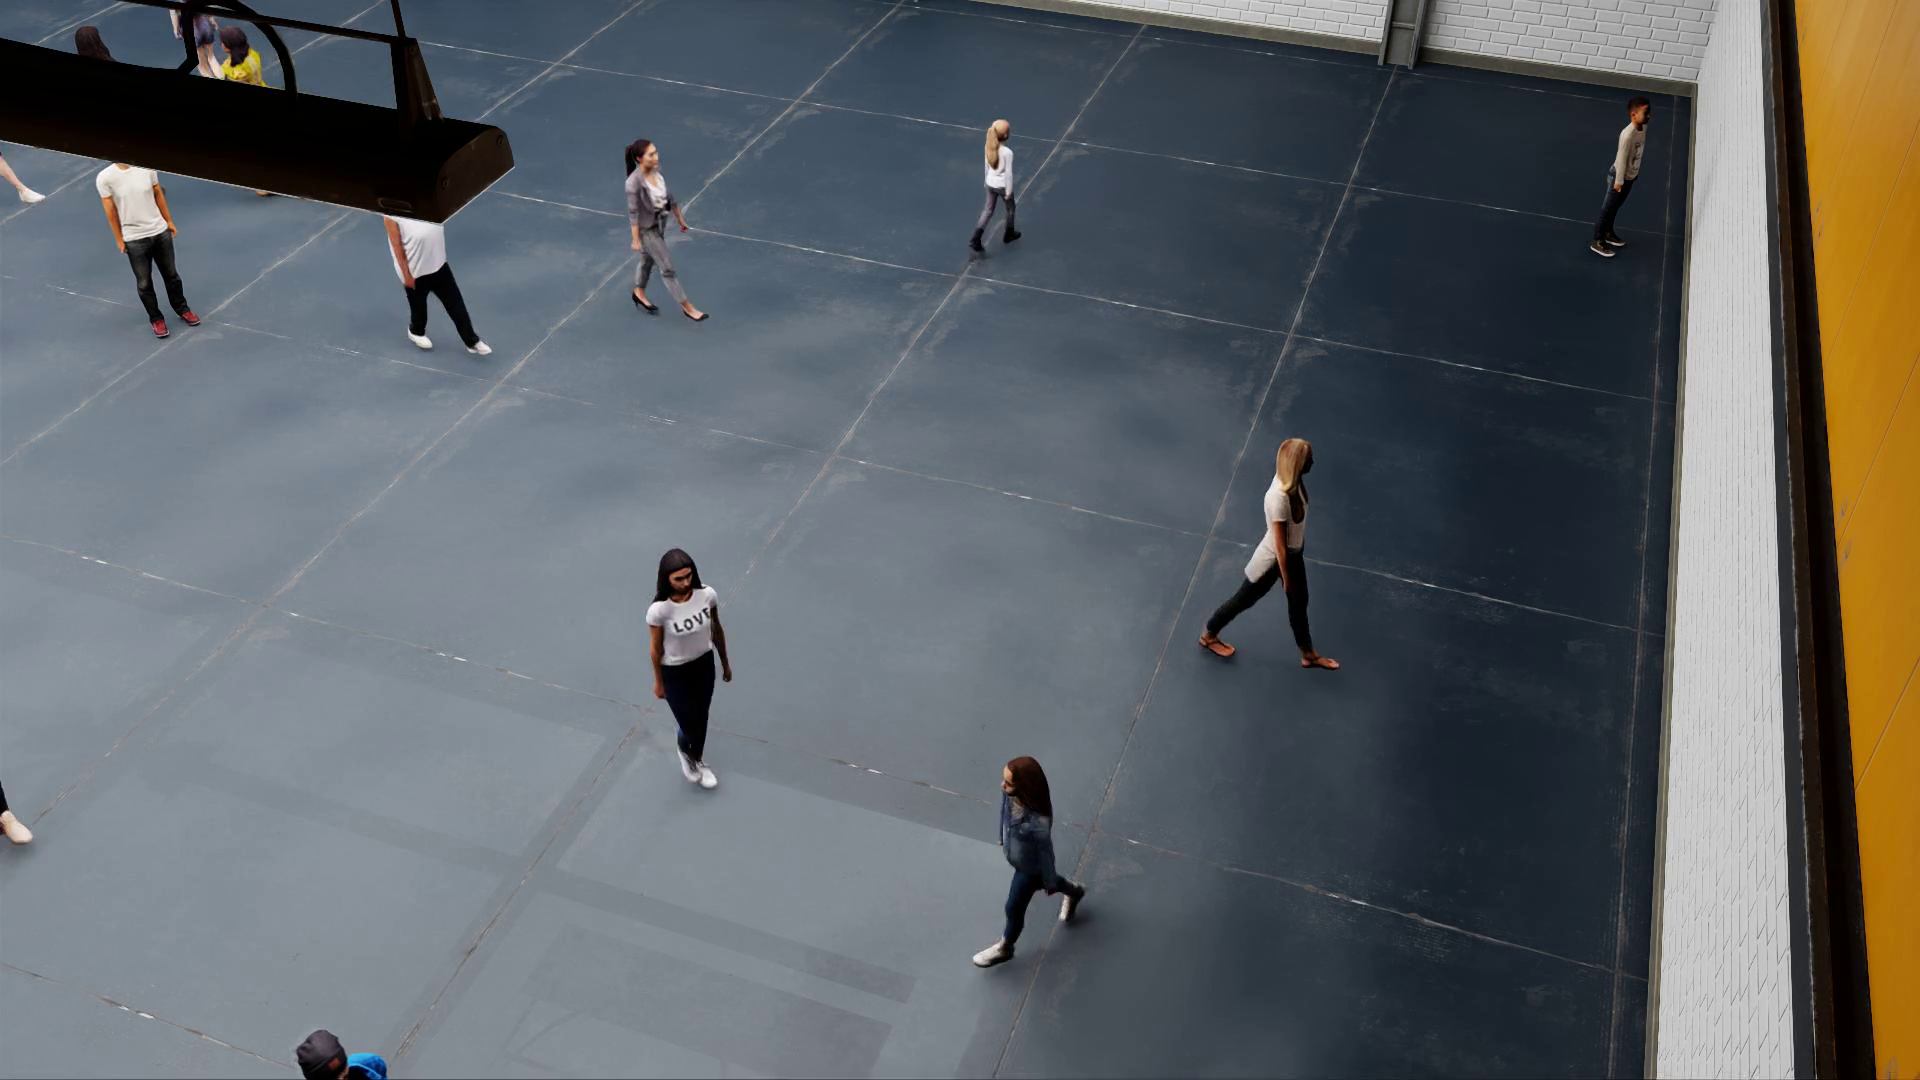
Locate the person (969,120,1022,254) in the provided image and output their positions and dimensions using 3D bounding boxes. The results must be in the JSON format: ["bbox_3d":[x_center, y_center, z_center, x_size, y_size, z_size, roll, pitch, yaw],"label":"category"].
[{"bbox_3d":[0.306,-3.204,15.134,0.872,1.264,0.750,27,46,30],"label":"person"}]

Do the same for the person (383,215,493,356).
[{"bbox_3d":[-4.445,-2.276,13.666,1.140,1.646,0.878,26,45,28],"label":"person"}]

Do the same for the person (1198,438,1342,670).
[{"bbox_3d":[1.900,0.124,10.556,1.151,1.775,0.625,11,40,14],"label":"person"}]

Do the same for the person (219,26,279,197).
[{"bbox_3d":[-6.780,-4.142,15.991,0.913,1.659,0.949,2,39,2],"label":"person"}]

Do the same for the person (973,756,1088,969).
[{"bbox_3d":[0.441,1.662,8.893,1.052,1.449,1.010,-20,43,-23],"label":"person"}]

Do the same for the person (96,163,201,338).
[{"bbox_3d":[-6.835,-2.589,13.931,0.718,1.803,0.695,-31,48,-33],"label":"person"}]

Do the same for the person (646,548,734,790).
[{"bbox_3d":[-1.645,0.736,9.799,0.719,1.765,0.748,-27,46,-30],"label":"person"}]

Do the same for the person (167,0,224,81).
[{"bbox_3d":[-7.978,-5.339,17.504,0.642,1.642,0.662,23,44,26],"label":"person"}]

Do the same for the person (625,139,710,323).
[{"bbox_3d":[-2.684,-2.628,14.115,1.049,1.635,0.663,14,41,17],"label":"person"}]

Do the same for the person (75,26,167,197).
[{"bbox_3d":[-8.006,-4.008,15.761,0.641,1.738,0.722,-10,40,-13],"label":"person"}]

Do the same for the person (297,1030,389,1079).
[{"bbox_3d":[-2.609,2.724,7.283,0.613,1.797,0.671,24,44,27],"label":"person"}]

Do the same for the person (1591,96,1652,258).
[{"bbox_3d":[6.027,-3.329,15.129,0.607,1.465,0.608,28,46,30],"label":"person"}]
